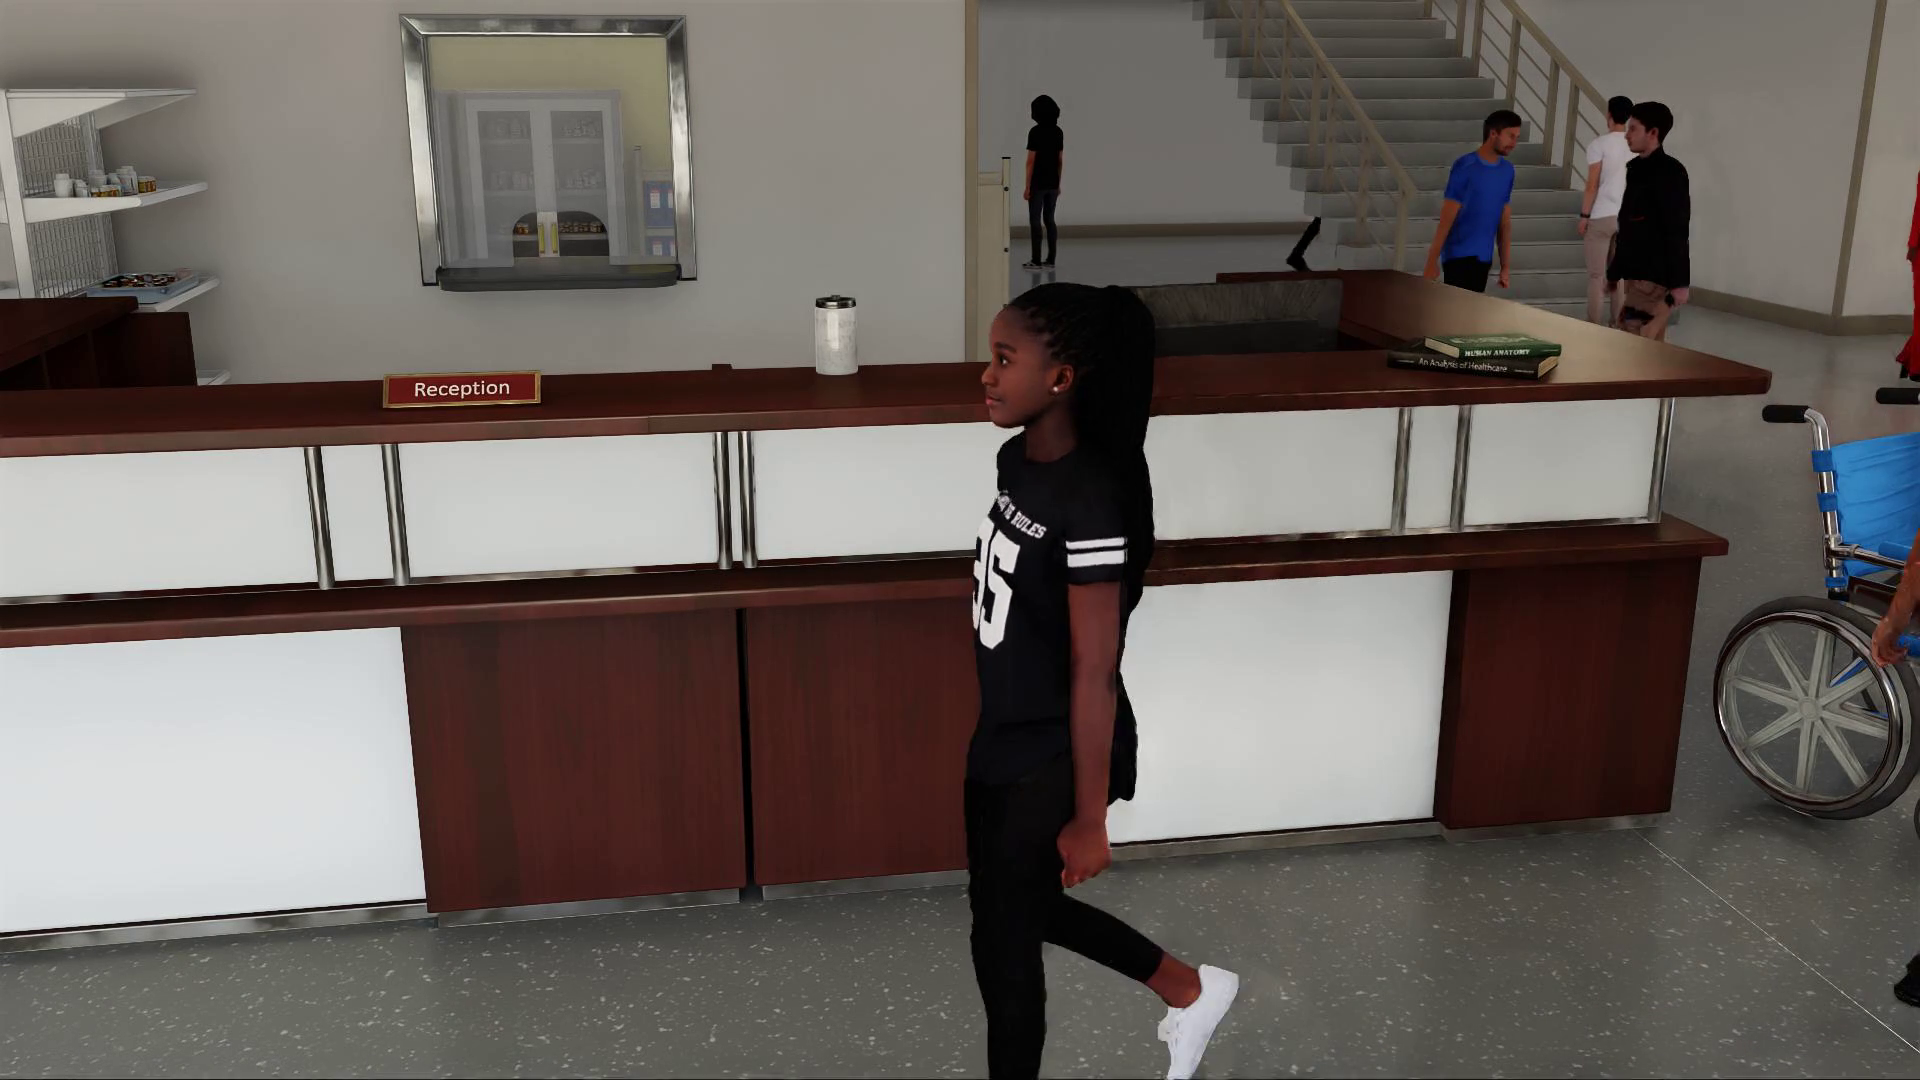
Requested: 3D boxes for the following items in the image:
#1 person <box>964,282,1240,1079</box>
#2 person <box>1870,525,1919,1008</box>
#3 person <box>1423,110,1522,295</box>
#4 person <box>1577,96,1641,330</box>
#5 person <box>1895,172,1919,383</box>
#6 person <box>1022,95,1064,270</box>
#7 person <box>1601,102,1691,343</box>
[{"bbox_3d":[0.226,0.405,3.017,0.755,1.715,0.932,-5,17,-18],"label":"person"},{"bbox_3d":[2.410,0.208,3.700,0.624,1.723,0.546,-2,16,-7],"label":"person"},{"bbox_3d":[3.085,-1.717,10.332,0.812,1.829,0.854,-7,17,-24],"label":"person"},{"bbox_3d":[5.109,-2.524,13.090,0.694,1.886,0.600,-4,16,-15],"label":"person"},{"bbox_3d":[6.521,-1.903,11.128,0.678,1.754,0.999,-2,16,-5],"label":"person"},{"bbox_3d":[0.906,-3.846,17.869,0.710,1.824,0.702,-12,20,-37],"label":"person"},{"bbox_3d":[3.783,-1.355,8.910,0.885,1.904,0.706,1,16,4],"label":"person"}]
